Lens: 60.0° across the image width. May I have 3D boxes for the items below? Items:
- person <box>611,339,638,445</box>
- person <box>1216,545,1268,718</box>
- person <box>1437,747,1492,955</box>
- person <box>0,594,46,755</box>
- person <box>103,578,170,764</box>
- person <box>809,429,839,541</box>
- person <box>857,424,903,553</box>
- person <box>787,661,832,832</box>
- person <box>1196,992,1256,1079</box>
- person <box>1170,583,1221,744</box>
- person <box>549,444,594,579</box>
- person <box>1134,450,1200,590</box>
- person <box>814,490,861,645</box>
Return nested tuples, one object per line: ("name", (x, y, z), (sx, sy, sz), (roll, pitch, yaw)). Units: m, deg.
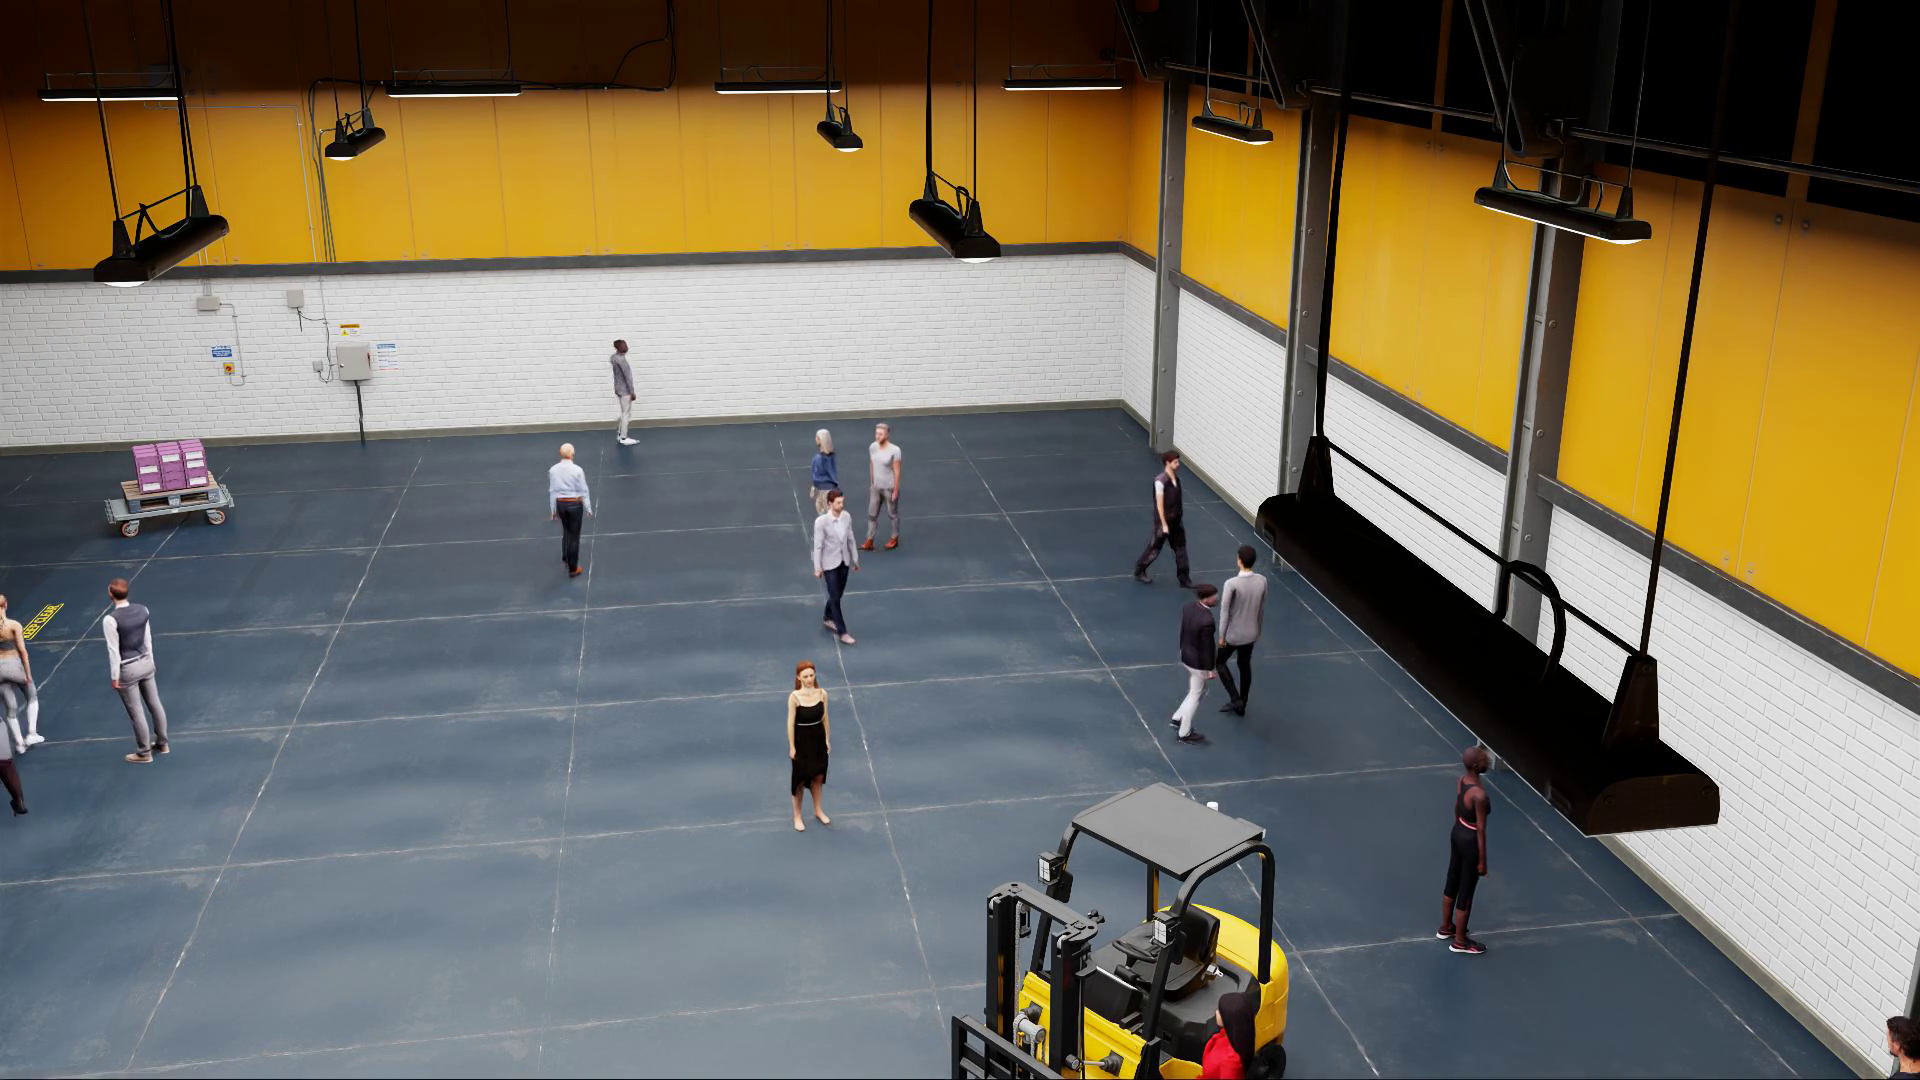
("person", (-5.727, -2.527, 28.229), (0.911, 1.819, 0.656), (-16, 24, -39))
("person", (3.014, 1.005, 17.597), (0.842, 1.911, 0.779), (-9, 21, -26))
("person", (4.092, 2.482, 13.454), (0.635, 1.757, 0.455), (-3, 19, -10))
("person", (-9.638, 1.381, 16.820), (0.558, 1.694, 0.548), (-4, 19, -11))
("person", (-8.295, 1.291, 16.708), (0.806, 1.937, 0.714), (9, 21, 25))
("person", (-1.773, -0.703, 23.026), (0.839, 1.684, 0.779), (6, 20, 18))
("person", (-0.970, -0.744, 22.956), (1.051, 1.806, 1.120), (12, 22, 31))
("person", (-1.406, 1.882, 15.442), (0.636, 1.625, 0.661), (-10, 21, -27))
("person", (1.658, 3.561, 10.264), (0.784, 1.748, 0.690), (5, 19, 16))
("person", (2.388, 1.250, 17.028), (0.795, 1.809, 0.559), (-9, 21, -26))
("person", (-5.151, -0.361, 21.864), (0.765, 1.776, 0.805), (4, 19, 11))
("person", (2.592, -0.250, 21.476), (1.238, 1.814, 1.077), (17, 25, 41))
("person", (-1.530, 0.269, 19.926), (1.020, 1.820, 1.159), (-16, 24, -39))
